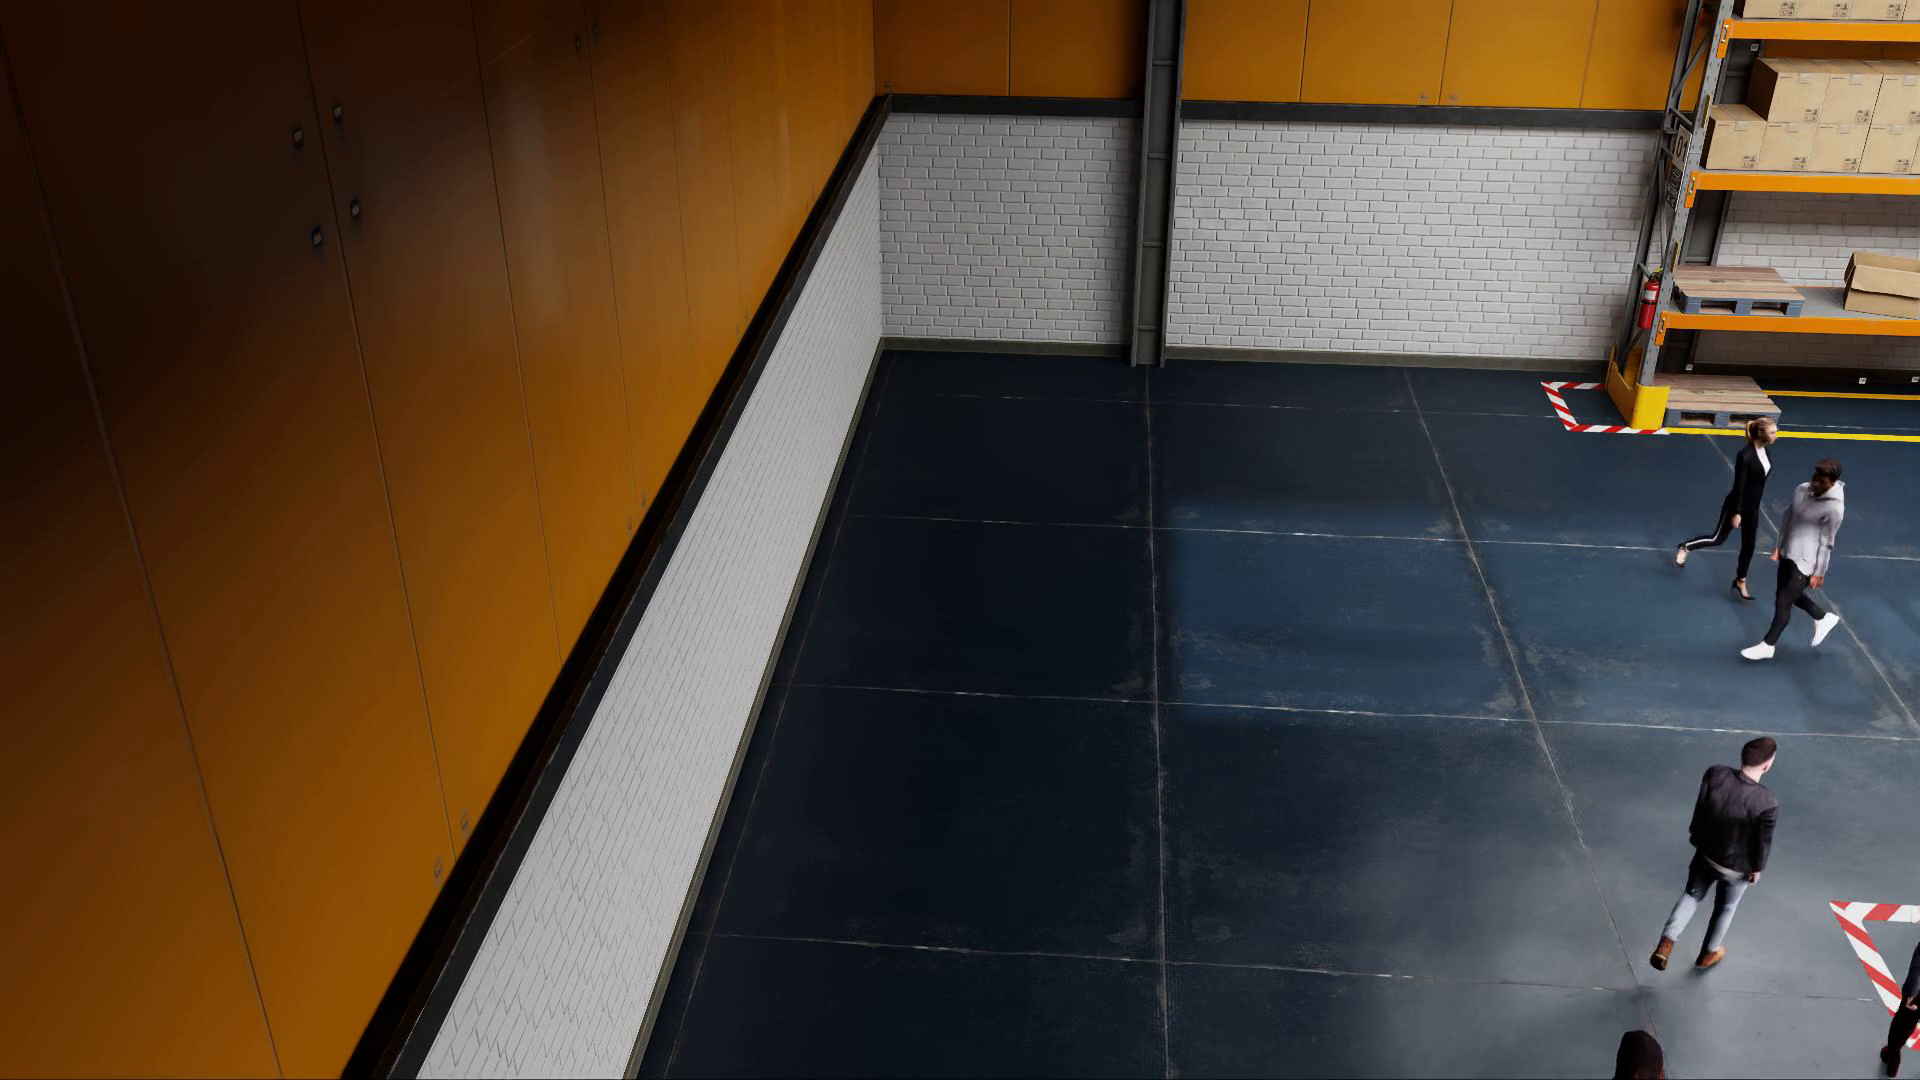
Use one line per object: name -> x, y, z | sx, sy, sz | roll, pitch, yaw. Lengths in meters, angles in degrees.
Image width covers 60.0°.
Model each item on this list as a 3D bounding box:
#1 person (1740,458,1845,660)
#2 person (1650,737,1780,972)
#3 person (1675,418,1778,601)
person -> 6.966, 0.161, 13.569 | 1.155, 1.894, 0.904 | -5, 29, -9
person -> 4.683, 1.985, 10.297 | 1.062, 1.824, 0.989 | -20, 34, -32
person -> 6.789, -0.305, 14.647 | 1.070, 1.679, 1.063 | -17, 33, -28
